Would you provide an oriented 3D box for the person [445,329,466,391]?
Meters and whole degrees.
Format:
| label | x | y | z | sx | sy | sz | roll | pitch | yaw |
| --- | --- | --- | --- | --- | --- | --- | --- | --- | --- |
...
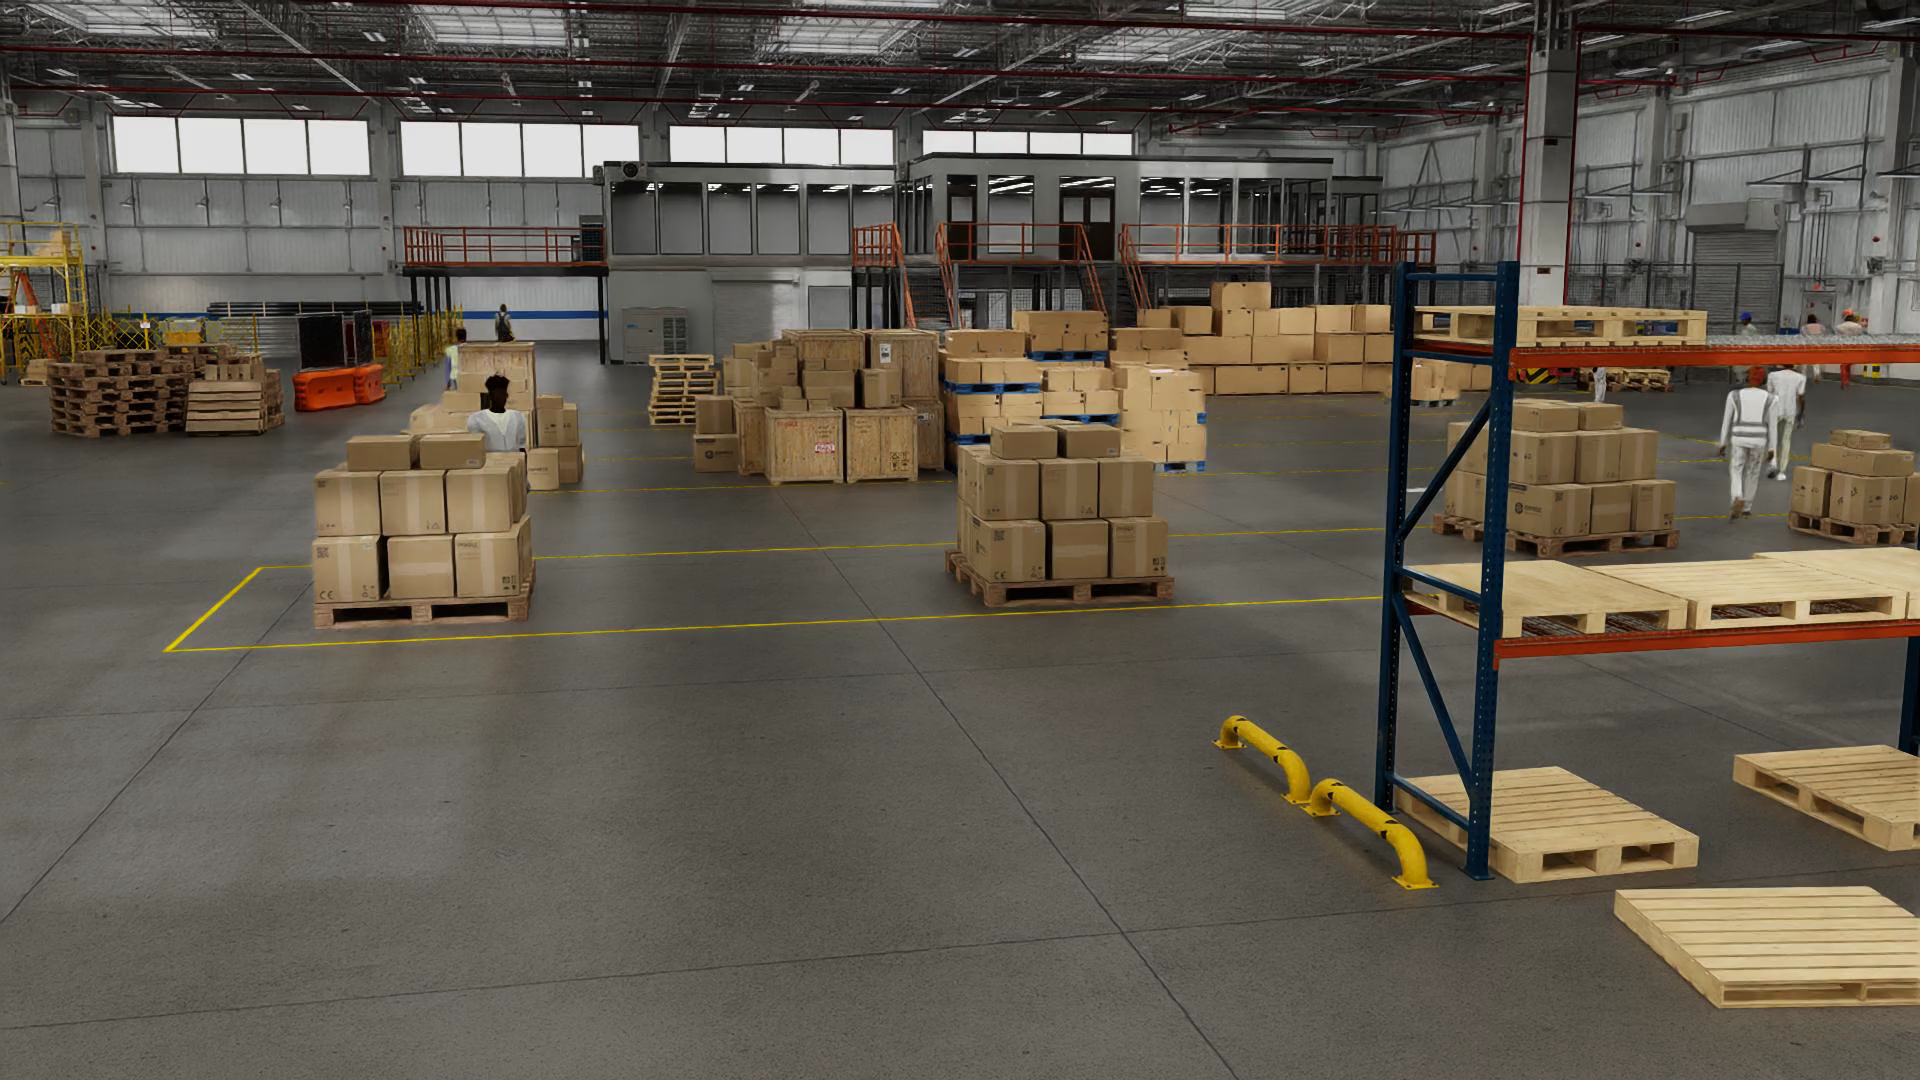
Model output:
| label | x | y | z | sx | sy | sz | roll | pitch | yaw |
| --- | --- | --- | --- | --- | --- | --- | --- | --- | --- |
| person | -9.240 | -2.990 | 30.960 | 0.600 | 1.867 | 1.039 | 2 | 10 | 11 |

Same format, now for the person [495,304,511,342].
| label | x | y | z | sx | sy | sz | roll | pitch | yaw |
| --- | --- | --- | --- | --- | --- | --- | --- | --- | --- |
| person | -14.858 | -6.761 | 54.048 | 0.526 | 1.825 | 0.641 | -1 | 9 | -4 |

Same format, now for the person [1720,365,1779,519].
| label | x | y | z | sx | sy | sz | roll | pitch | yaw |
| --- | --- | --- | --- | --- | --- | --- | --- | --- | --- |
| person | 9.347 | -1.146 | 19.704 | 0.599 | 1.863 | 0.714 | 4 | 10 | 24 |

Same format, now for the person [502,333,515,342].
| label | x | y | z | sx | sy | sz | roll | pitch | yaw |
| --- | --- | --- | --- | --- | --- | --- | --- | --- | --- |
| person | -7.841 | -2.687 | 29.126 | 0.544 | 1.845 | 0.673 | 3 | 10 | 16 |

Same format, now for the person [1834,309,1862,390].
| label | x | y | z | sx | sy | sz | roll | pitch | yaw |
| --- | --- | --- | --- | --- | --- | --- | --- | --- | --- |
| person | 21.729 | -4.675 | 40.886 | 0.659 | 1.959 | 0.865 | 1 | 9 | 6 |

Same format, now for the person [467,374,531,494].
| label | x | y | z | sx | sy | sz | roll | pitch | yaw |
| --- | --- | --- | --- | --- | --- | --- | --- | --- | --- |
| person | -4.497 | -0.634 | 16.263 | 0.607 | 1.967 | 0.367 | -7 | 12 | -38 |

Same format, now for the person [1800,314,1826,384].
| label | x | y | z | sx | sy | sz | roll | pitch | yaw |
| --- | --- | --- | --- | --- | --- | --- | --- | --- | --- |
| person | 21.779 | -4.867 | 42.522 | 0.631 | 1.819 | 0.687 | 1 | 9 | 8 |

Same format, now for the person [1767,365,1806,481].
| label | x | y | z | sx | sy | sz | roll | pitch | yaw |
| --- | --- | --- | --- | --- | --- | --- | --- | --- | --- |
| person | 11.623 | -1.756 | 23.453 | 0.549 | 1.851 | 0.404 | 6 | 11 | 32 |

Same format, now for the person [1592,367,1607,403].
| label | x | y | z | sx | sy | sz | roll | pitch | yaw |
| --- | --- | --- | --- | --- | --- | --- | --- | --- | --- |
| person | 13.734 | -3.766 | 35.738 | 0.429 | 1.844 | 0.627 | 6 | 11 | 33 |

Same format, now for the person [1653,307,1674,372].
| label | x | y | z | sx | sy | sz | roll | pitch | yaw |
| --- | --- | --- | --- | --- | --- | --- | --- | --- | --- |
| person | 19.086 | -5.371 | 45.300 | 0.656 | 1.916 | 0.560 | 4 | 10 | 22 |

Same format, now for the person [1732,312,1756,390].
| label | x | y | z | sx | sy | sz | roll | pitch | yaw |
| --- | --- | --- | --- | --- | --- | --- | --- | --- | --- |
| person | 18.966 | -4.551 | 40.242 | 0.570 | 1.925 | 0.660 | 1 | 9 | 4 |
